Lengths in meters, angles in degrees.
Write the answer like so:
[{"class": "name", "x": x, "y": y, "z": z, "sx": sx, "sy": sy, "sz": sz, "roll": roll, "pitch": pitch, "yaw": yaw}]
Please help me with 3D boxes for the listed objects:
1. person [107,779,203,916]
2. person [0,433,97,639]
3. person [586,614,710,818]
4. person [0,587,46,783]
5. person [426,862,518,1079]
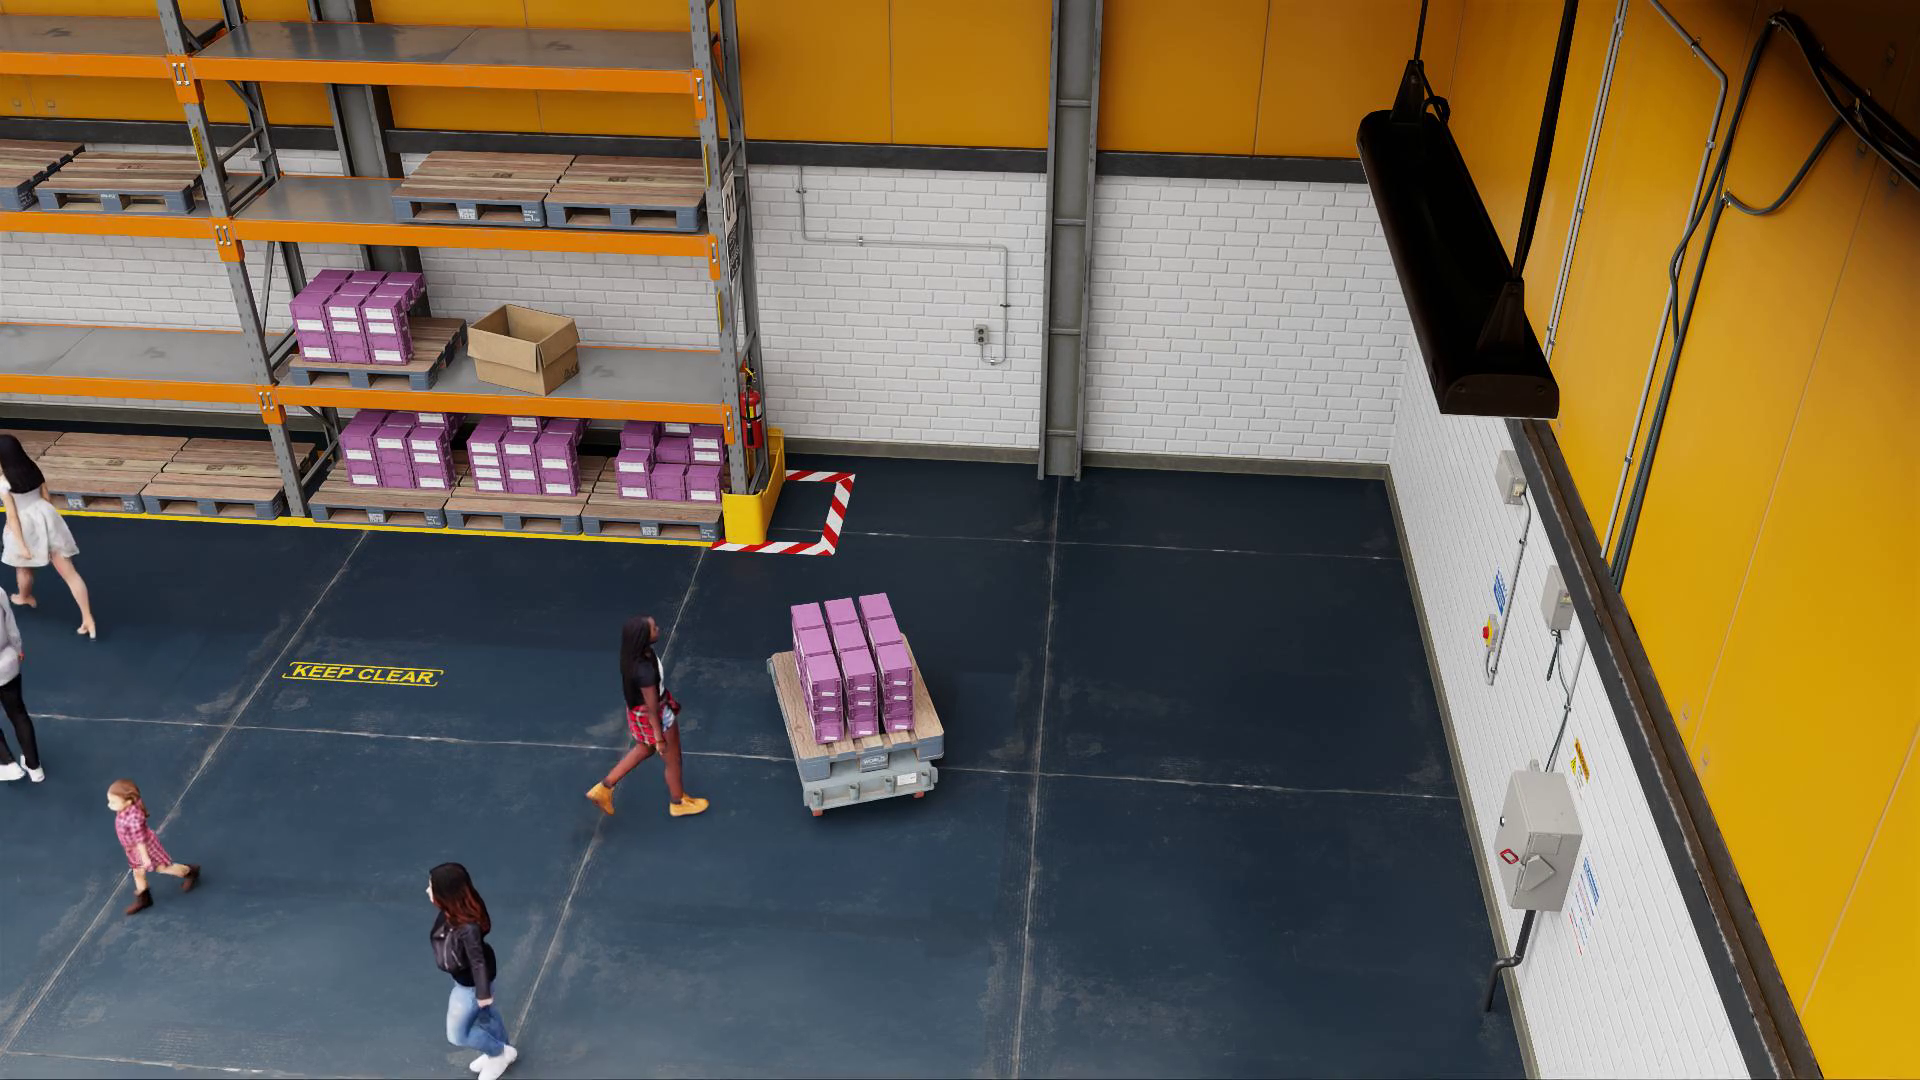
[{"class": "person", "x": -5.177, "y": 1.927, "z": 10.619, "sx": 0.754, "sy": 1.006, "sz": 0.701, "roll": -26, "pitch": 42, "yaw": -34}, {"class": "person", "x": -7.045, "y": 0.001, "z": 12.863, "sx": 1.231, "sy": 1.731, "sz": 0.889, "roll": 14, "pitch": 36, "yaw": 20}, {"class": "person", "x": -2.133, "y": 1.229, "z": 11.040, "sx": 1.117, "sy": 1.704, "sz": 0.939, "roll": -15, "pitch": 37, "yaw": -21}, {"class": "person", "x": -6.585, "y": 0.911, "z": 11.329, "sx": 0.872, "sy": 1.913, "sz": 0.819, "roll": 29, "pitch": 43, "yaw": 36}, {"class": "person", "x": -2.665, "y": 2.415, "z": 9.329, "sx": 0.761, "sy": 1.622, "sz": 0.755, "roll": -14, "pitch": 36, "yaw": -20}]
